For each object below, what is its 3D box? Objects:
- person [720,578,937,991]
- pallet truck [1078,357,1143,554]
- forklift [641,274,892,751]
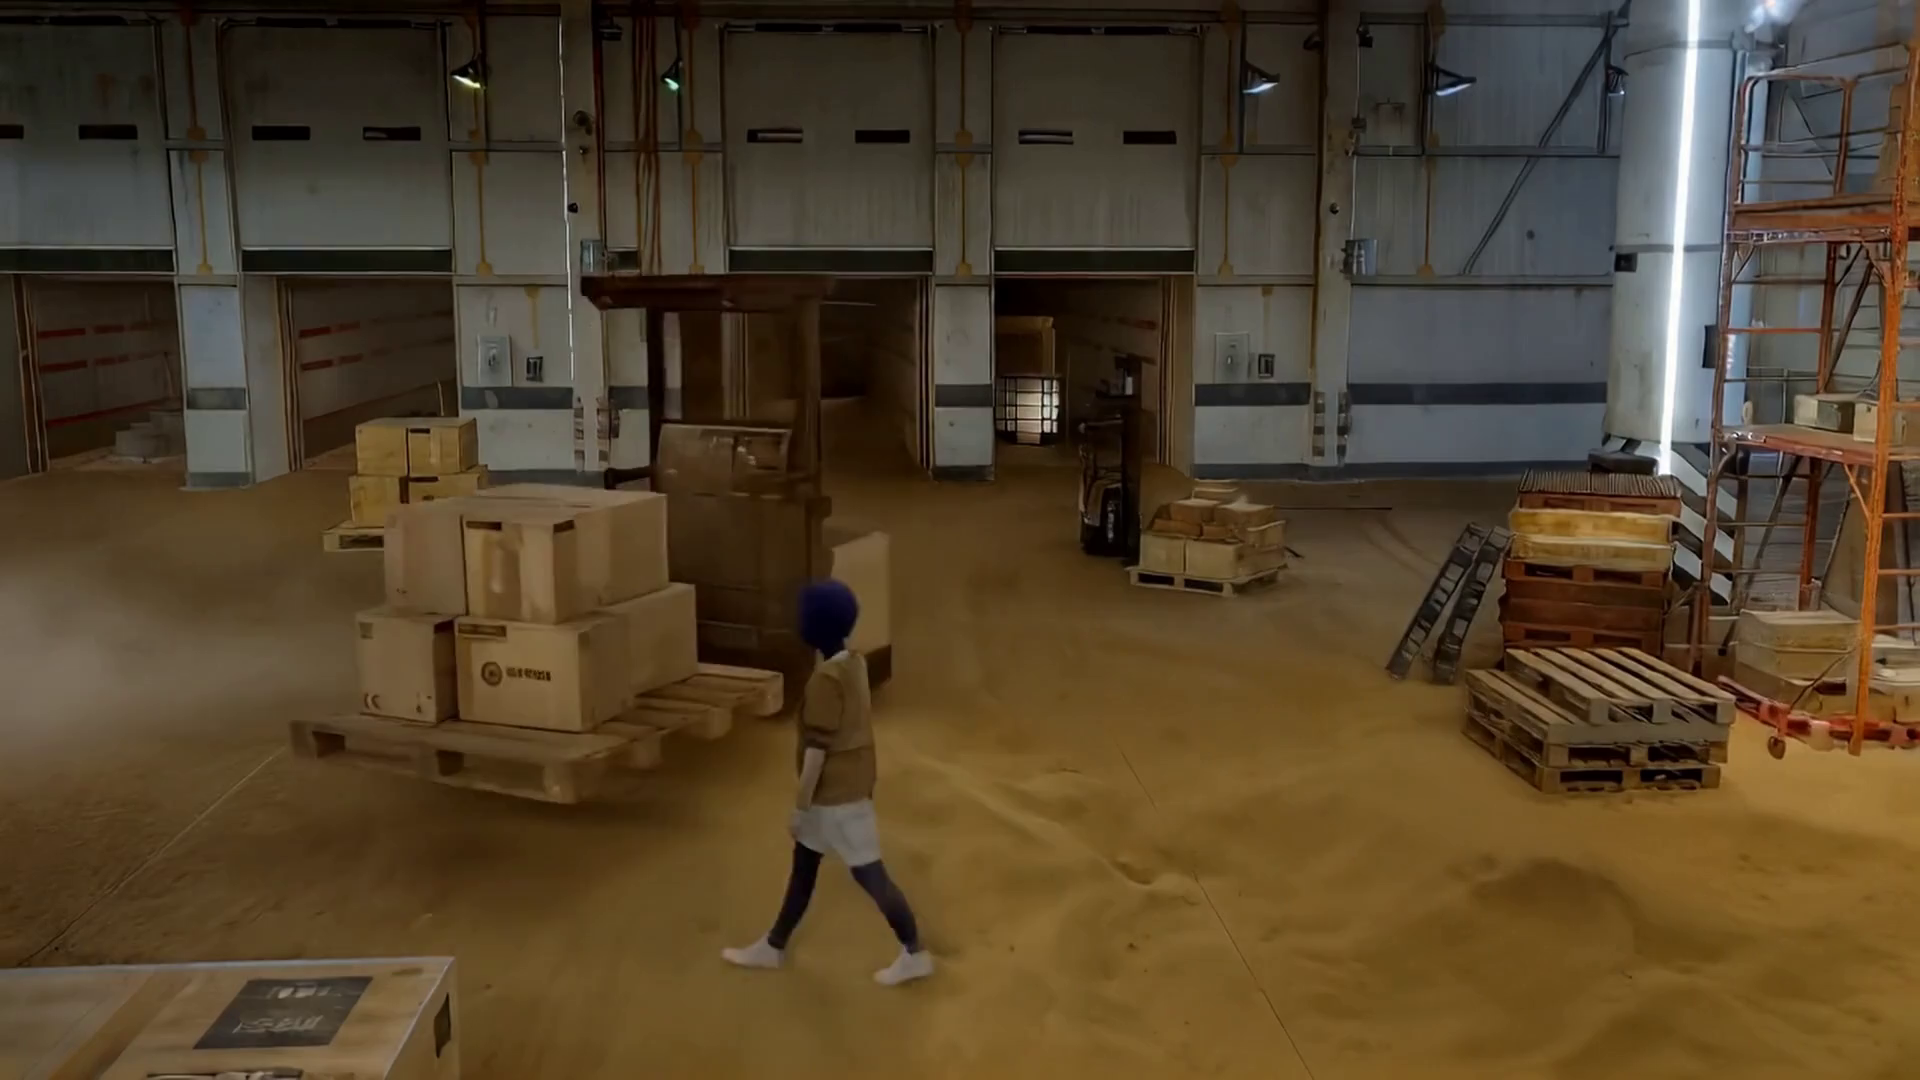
[{"bbox_3d":[-0.502,0.966,6.528,0.894,1.647,0.545,1,9,3],"label":"person"},{"bbox_3d":[2.088,-0.836,16.757,1.885,1.965,0.823,2,9,13],"label":"pallet truck"},{"bbox_3d":[-1.297,-0.292,10.580,1.129,2.768,1.873,4,10,24],"label":"forklift"}]
